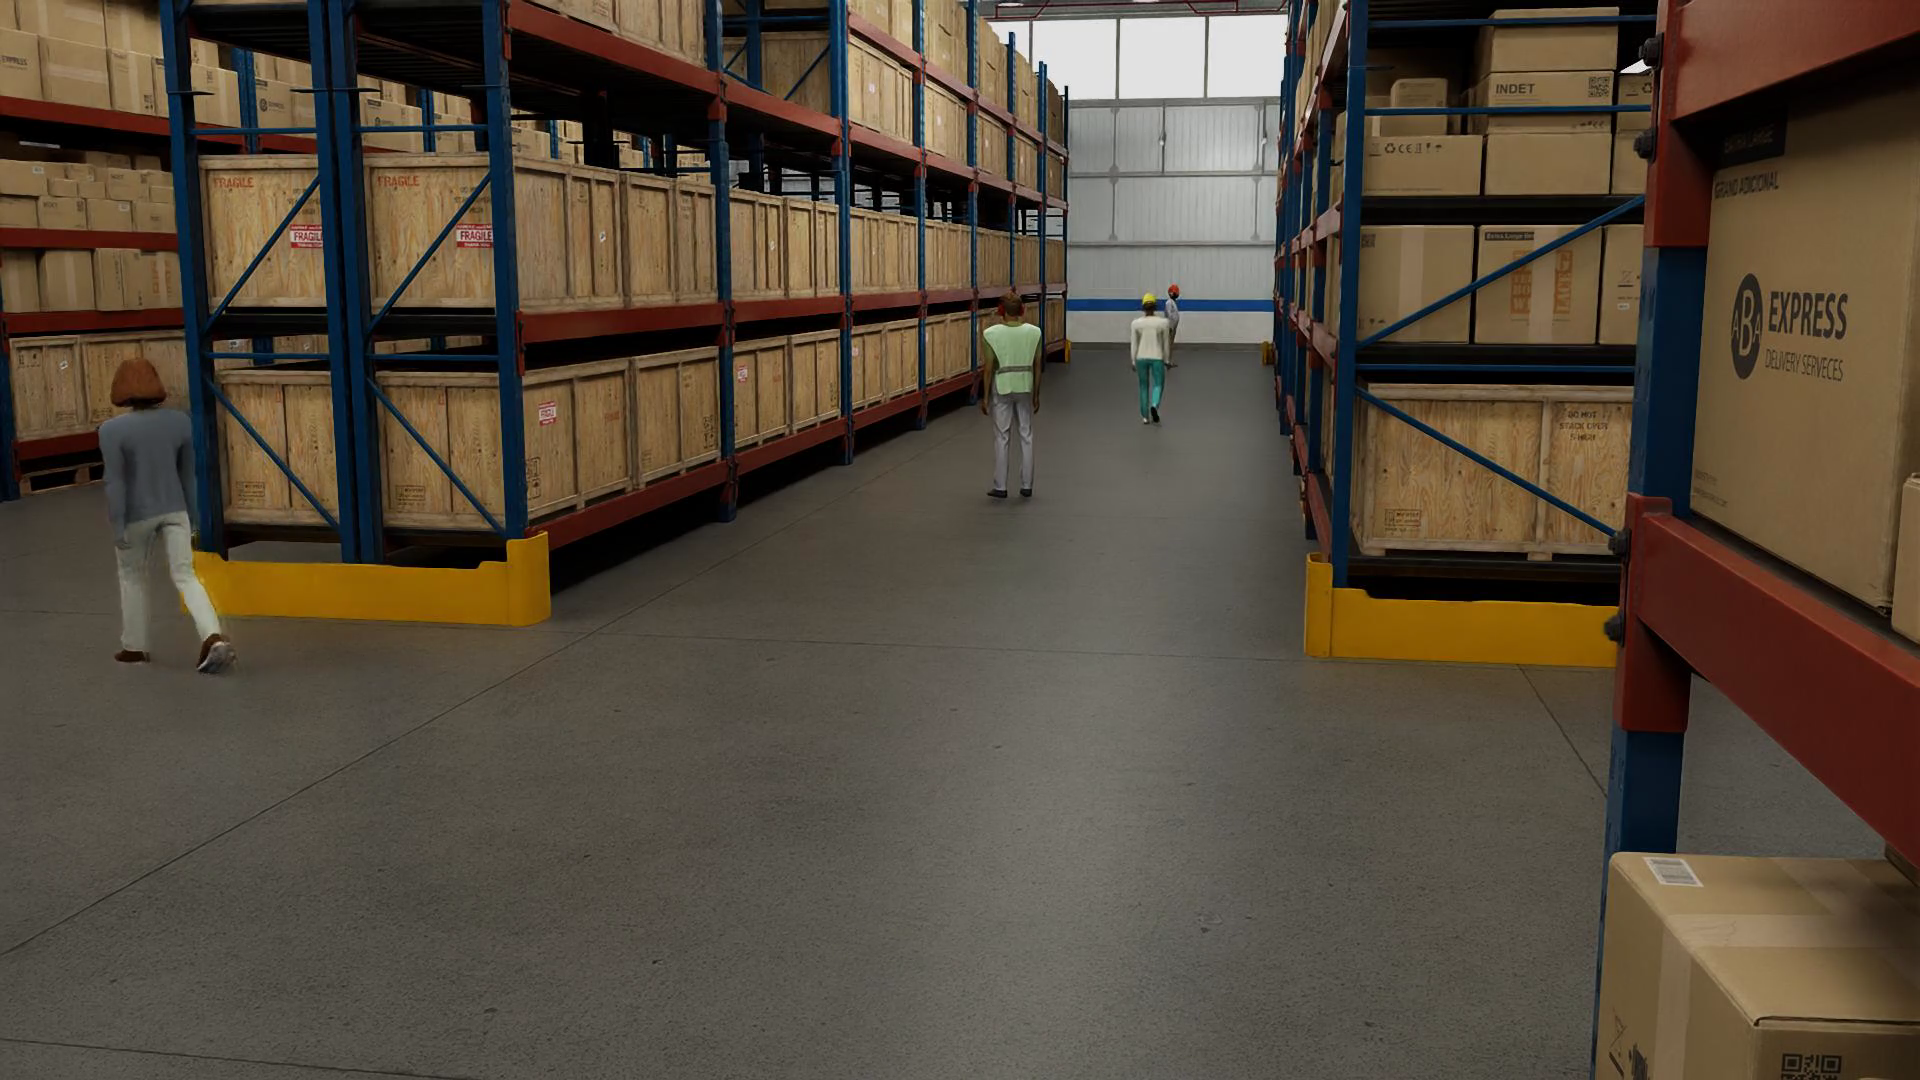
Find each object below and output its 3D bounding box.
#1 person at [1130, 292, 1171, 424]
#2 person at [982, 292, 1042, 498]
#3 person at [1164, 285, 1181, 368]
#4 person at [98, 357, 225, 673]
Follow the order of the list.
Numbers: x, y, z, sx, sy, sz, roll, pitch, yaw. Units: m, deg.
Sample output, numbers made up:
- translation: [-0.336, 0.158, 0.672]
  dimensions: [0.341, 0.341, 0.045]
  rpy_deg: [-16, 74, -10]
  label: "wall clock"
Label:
- translation: [2.518, -2.398, 22.028]
  dimensions: [0.550, 1.750, 0.417]
  rpy_deg: [2, 9, 12]
  label: "person"
- translation: [0.466, -1.292, 14.902]
  dimensions: [0.567, 1.846, 0.389]
  rpy_deg: [-3, 10, -20]
  label: "person"
- translation: [4.514, -4.538, 35.325]
  dimensions: [0.338, 1.752, 0.565]
  rpy_deg: [3, 10, 18]
  label: "person"
- translation: [-4.049, -0.123, 8.400]
  dimensions: [0.801, 1.605, 0.503]
  rpy_deg: [7, 11, 37]
  label: "person"
